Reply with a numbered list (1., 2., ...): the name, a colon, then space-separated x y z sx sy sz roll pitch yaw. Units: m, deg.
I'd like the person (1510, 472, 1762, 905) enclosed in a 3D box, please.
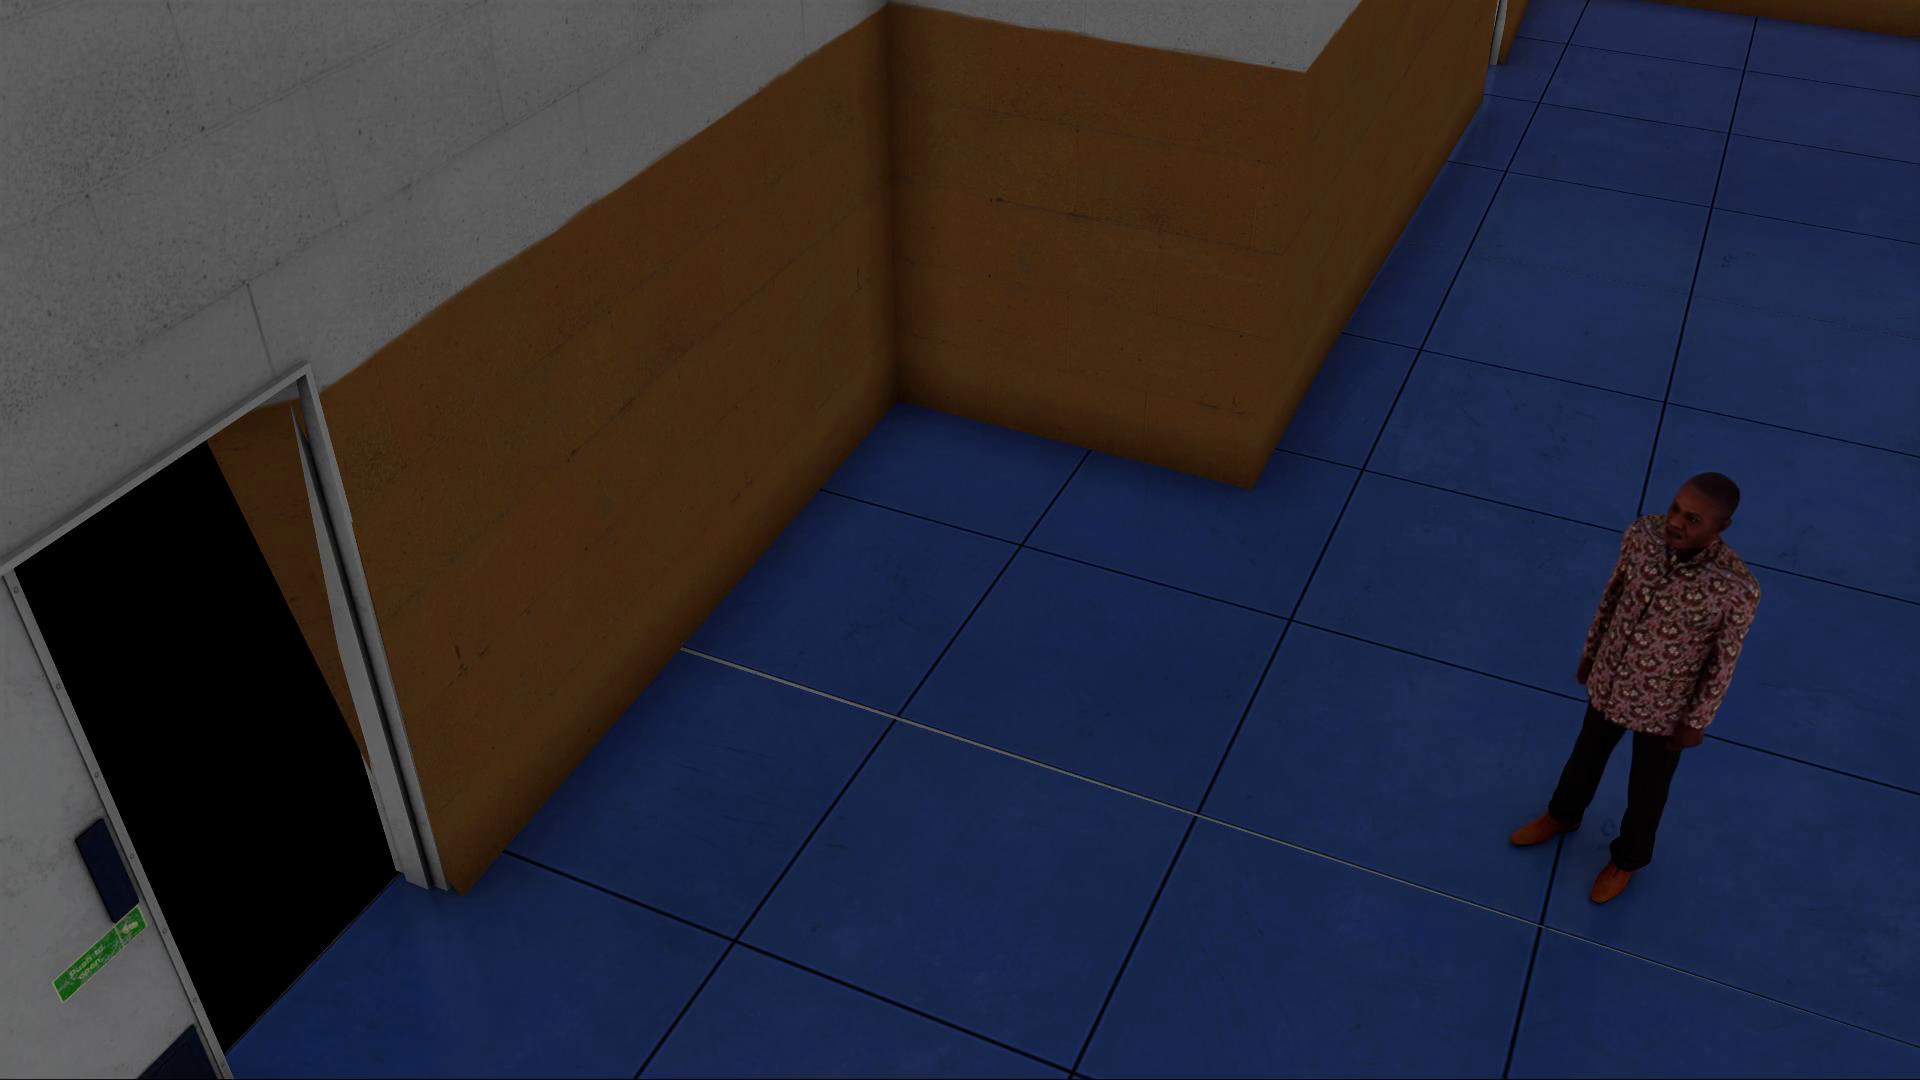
1. person: 2.437 0.503 5.881 0.829 1.807 0.716 -22 42 -27
